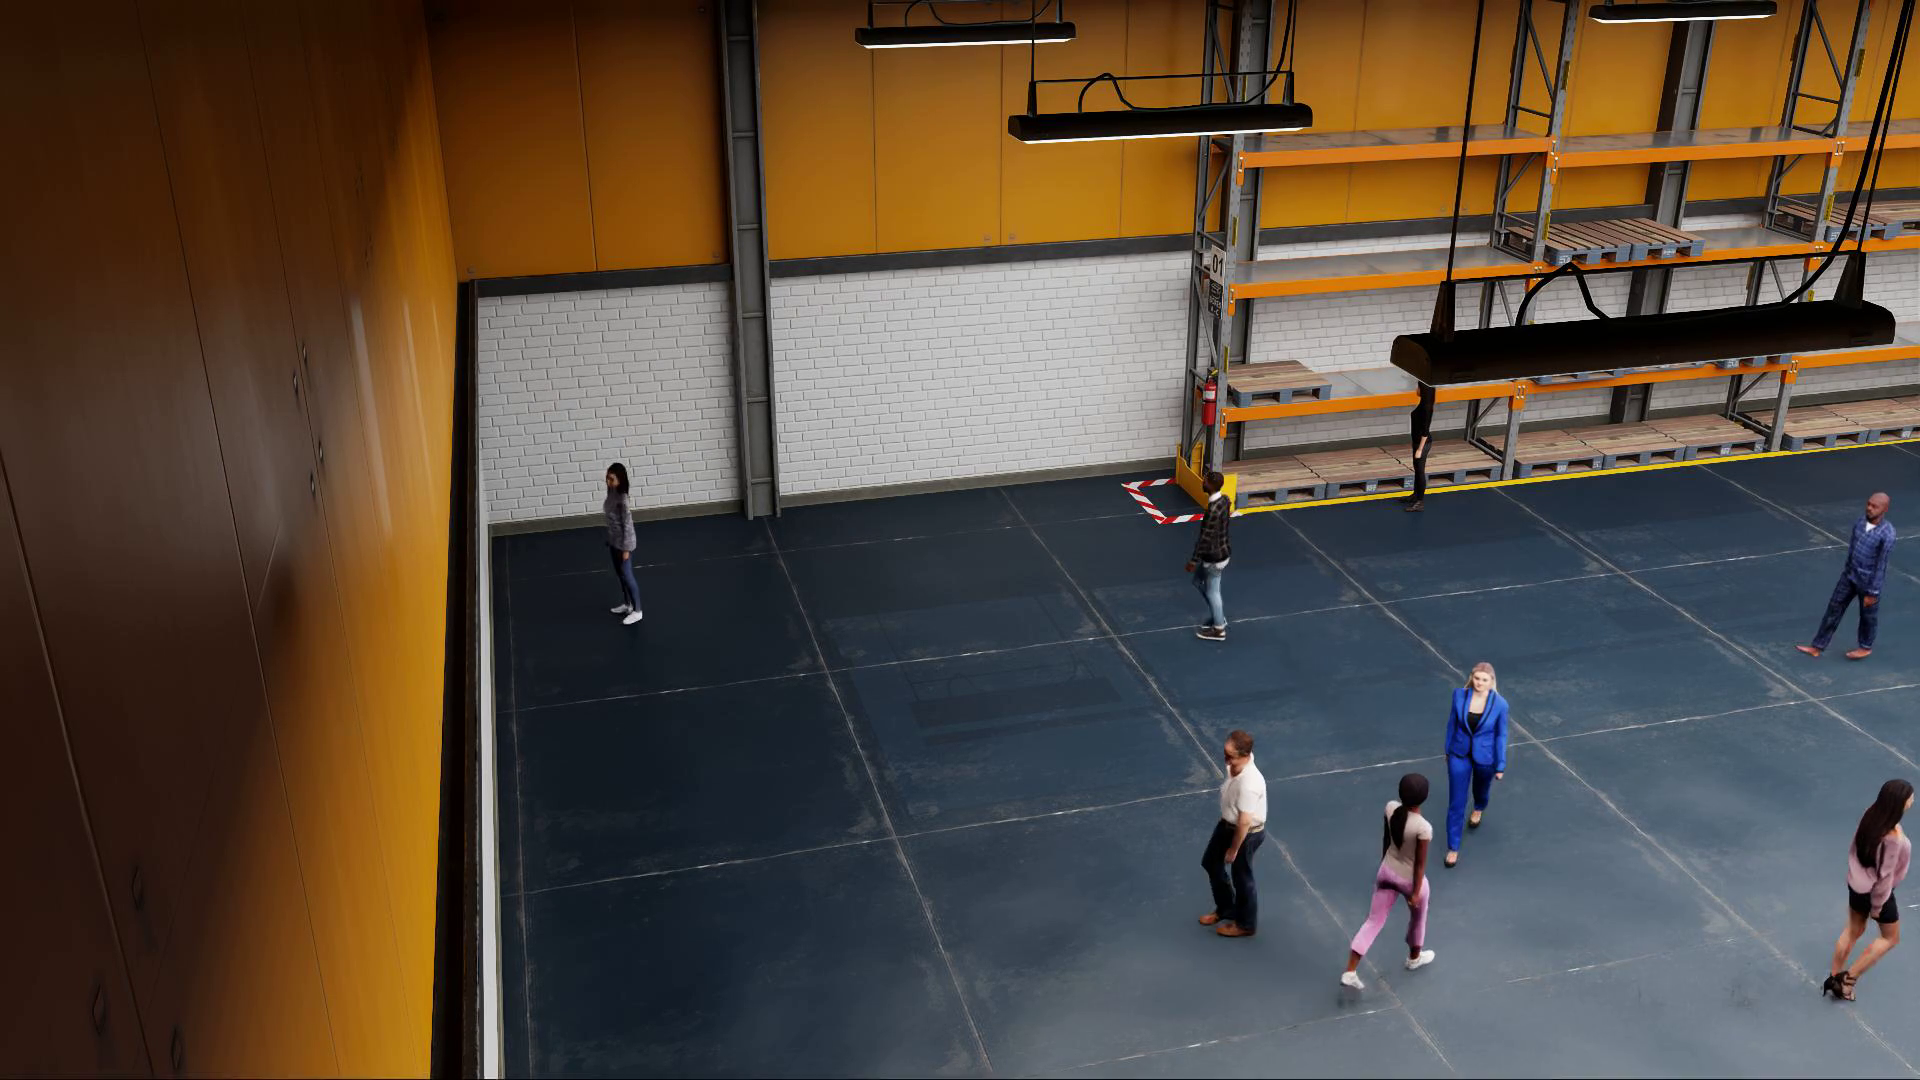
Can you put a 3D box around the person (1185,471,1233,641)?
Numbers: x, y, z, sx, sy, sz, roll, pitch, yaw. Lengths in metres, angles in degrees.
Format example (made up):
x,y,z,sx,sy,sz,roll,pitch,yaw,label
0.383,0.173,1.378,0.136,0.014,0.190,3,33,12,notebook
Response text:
x,y,z,sx,sy,sz,roll,pitch,yaw,label
2.638,0.190,16.673,0.838,1.802,0.799,8,25,18,person

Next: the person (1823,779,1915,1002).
x,y,z,sx,sy,sz,roll,pitch,yaw,label
6.212,2.445,11.515,0.656,1.802,0.680,-1,24,-2,person

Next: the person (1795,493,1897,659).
x,y,z,sx,sy,sz,roll,pitch,yaw,label
8.906,0.372,16.289,1.110,1.776,0.742,-8,25,-18,person

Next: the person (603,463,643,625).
x,y,z,sx,sy,sz,roll,pitch,yaw,label
-3.505,0.002,17.197,0.579,1.726,0.702,-8,25,-17,person

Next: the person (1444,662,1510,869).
x,y,z,sx,sy,sz,roll,pitch,yaw,label
4.141,1.725,13.332,1.129,1.665,1.155,11,26,23,person

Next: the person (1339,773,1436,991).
x,y,z,sx,sy,sz,roll,pitch,yaw,label
3.024,2.427,11.681,1.222,1.701,0.872,-17,29,-33,person

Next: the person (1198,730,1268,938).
x,y,z,sx,sy,sz,roll,pitch,yaw,label
2.145,2.155,12.154,0.703,1.822,0.764,-2,24,-5,person

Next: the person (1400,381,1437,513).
x,y,z,sx,sy,sz,roll,pitch,yaw,label
5.543,-1.159,19.958,0.613,1.642,0.633,3,24,6,person
